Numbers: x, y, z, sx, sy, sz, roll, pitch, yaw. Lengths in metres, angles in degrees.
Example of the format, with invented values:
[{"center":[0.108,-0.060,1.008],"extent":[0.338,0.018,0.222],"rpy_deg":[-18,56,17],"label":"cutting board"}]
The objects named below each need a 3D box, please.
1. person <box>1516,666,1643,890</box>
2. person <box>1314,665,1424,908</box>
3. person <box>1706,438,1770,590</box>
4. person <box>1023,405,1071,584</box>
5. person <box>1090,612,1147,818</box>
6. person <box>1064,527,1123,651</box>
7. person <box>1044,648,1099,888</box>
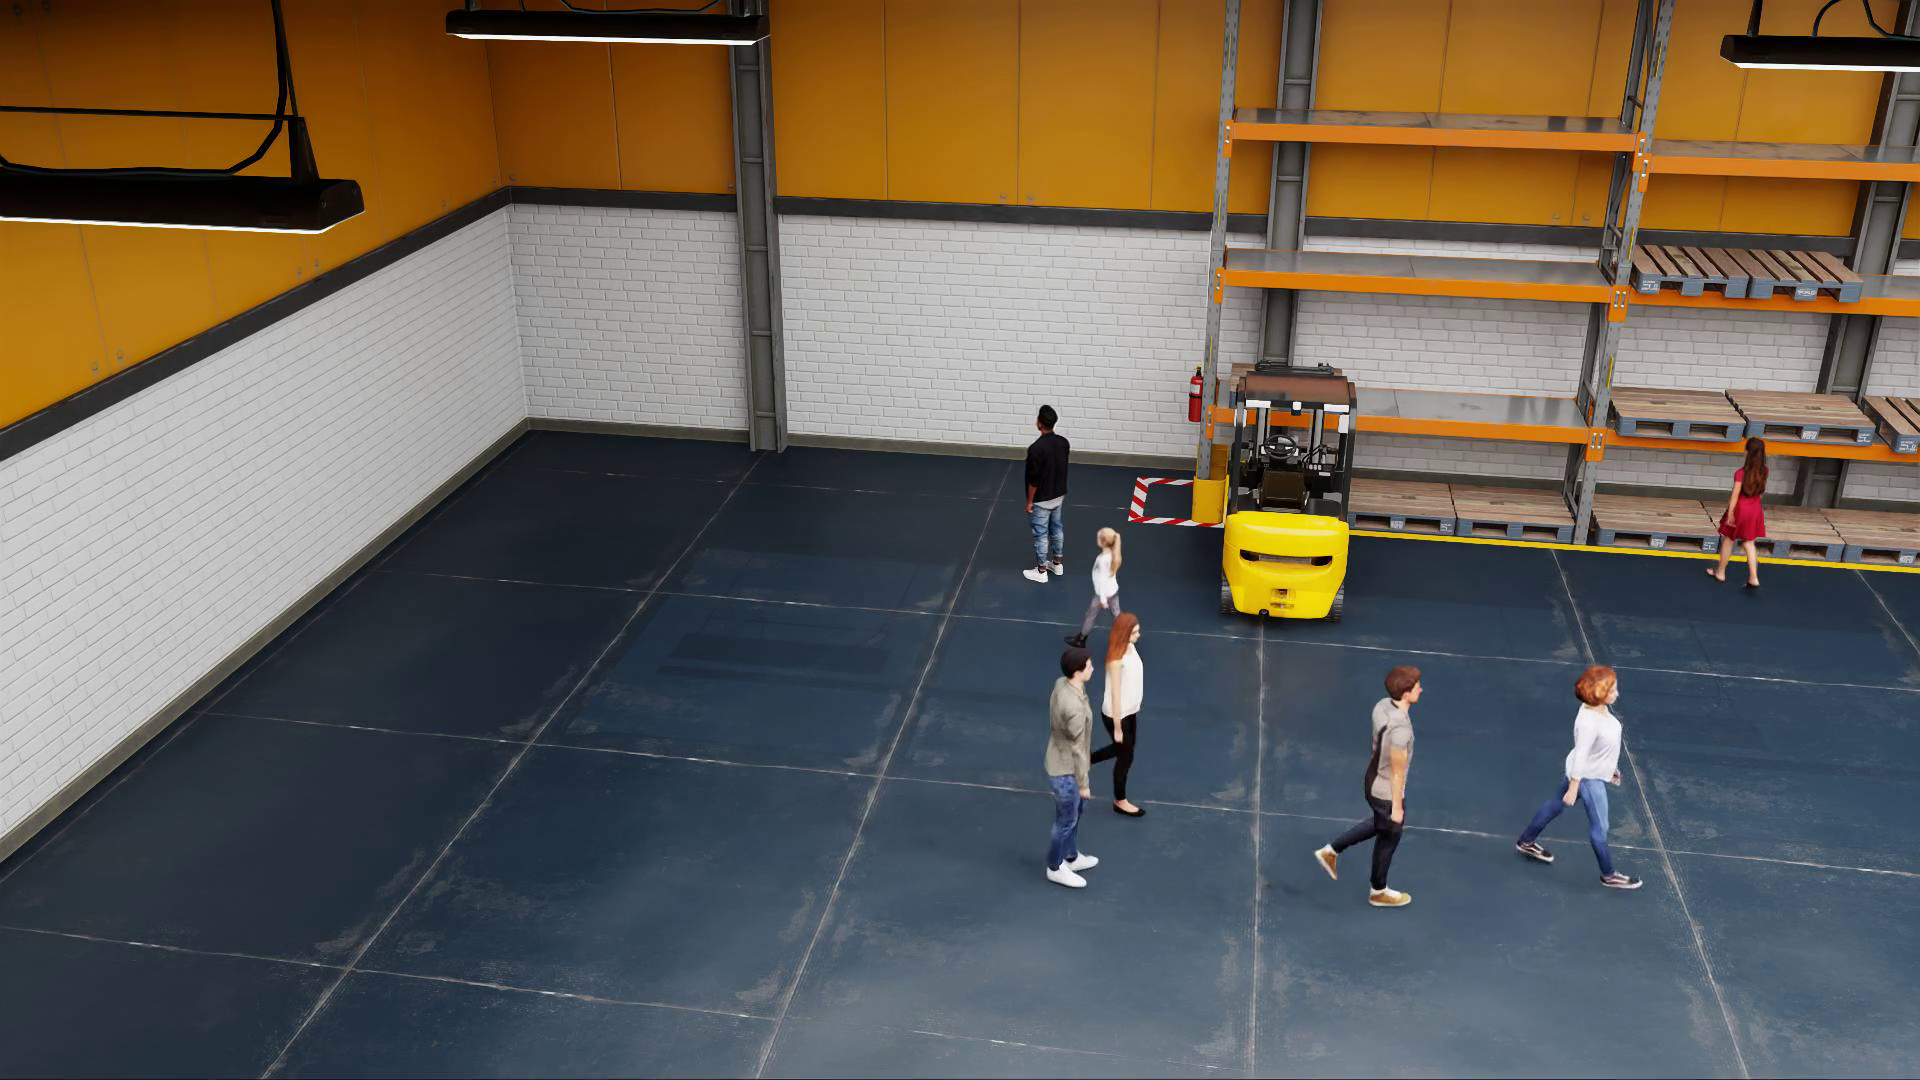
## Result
[{"center":[4.383,1.654,11.911],"extent":[1.186,1.671,0.834],"rpy_deg":[11,26,23],"label":"person"},{"center":[2.865,1.711,11.517],"extent":[0.950,1.882,0.721],"rpy_deg":[1,24,2],"label":"person"},{"center":[7.792,-0.265,16.436],"extent":[0.853,1.564,0.755],"rpy_deg":[-4,24,-8],"label":"person"},{"center":[0.866,-0.469,16.594],"extent":[0.788,1.812,0.815],"rpy_deg":[-20,31,-38],"label":"person"},{"center":[1.139,1.313,12.654],"extent":[0.941,1.701,0.717],"rpy_deg":[10,26,22],"label":"person"},{"center":[1.389,0.493,15.094],"extent":[0.964,1.249,0.716],"rpy_deg":[14,27,29],"label":"person"},{"center":[0.715,1.601,11.802],"extent":[0.766,1.855,0.809],"rpy_deg":[0,24,-1],"label":"person"}]
